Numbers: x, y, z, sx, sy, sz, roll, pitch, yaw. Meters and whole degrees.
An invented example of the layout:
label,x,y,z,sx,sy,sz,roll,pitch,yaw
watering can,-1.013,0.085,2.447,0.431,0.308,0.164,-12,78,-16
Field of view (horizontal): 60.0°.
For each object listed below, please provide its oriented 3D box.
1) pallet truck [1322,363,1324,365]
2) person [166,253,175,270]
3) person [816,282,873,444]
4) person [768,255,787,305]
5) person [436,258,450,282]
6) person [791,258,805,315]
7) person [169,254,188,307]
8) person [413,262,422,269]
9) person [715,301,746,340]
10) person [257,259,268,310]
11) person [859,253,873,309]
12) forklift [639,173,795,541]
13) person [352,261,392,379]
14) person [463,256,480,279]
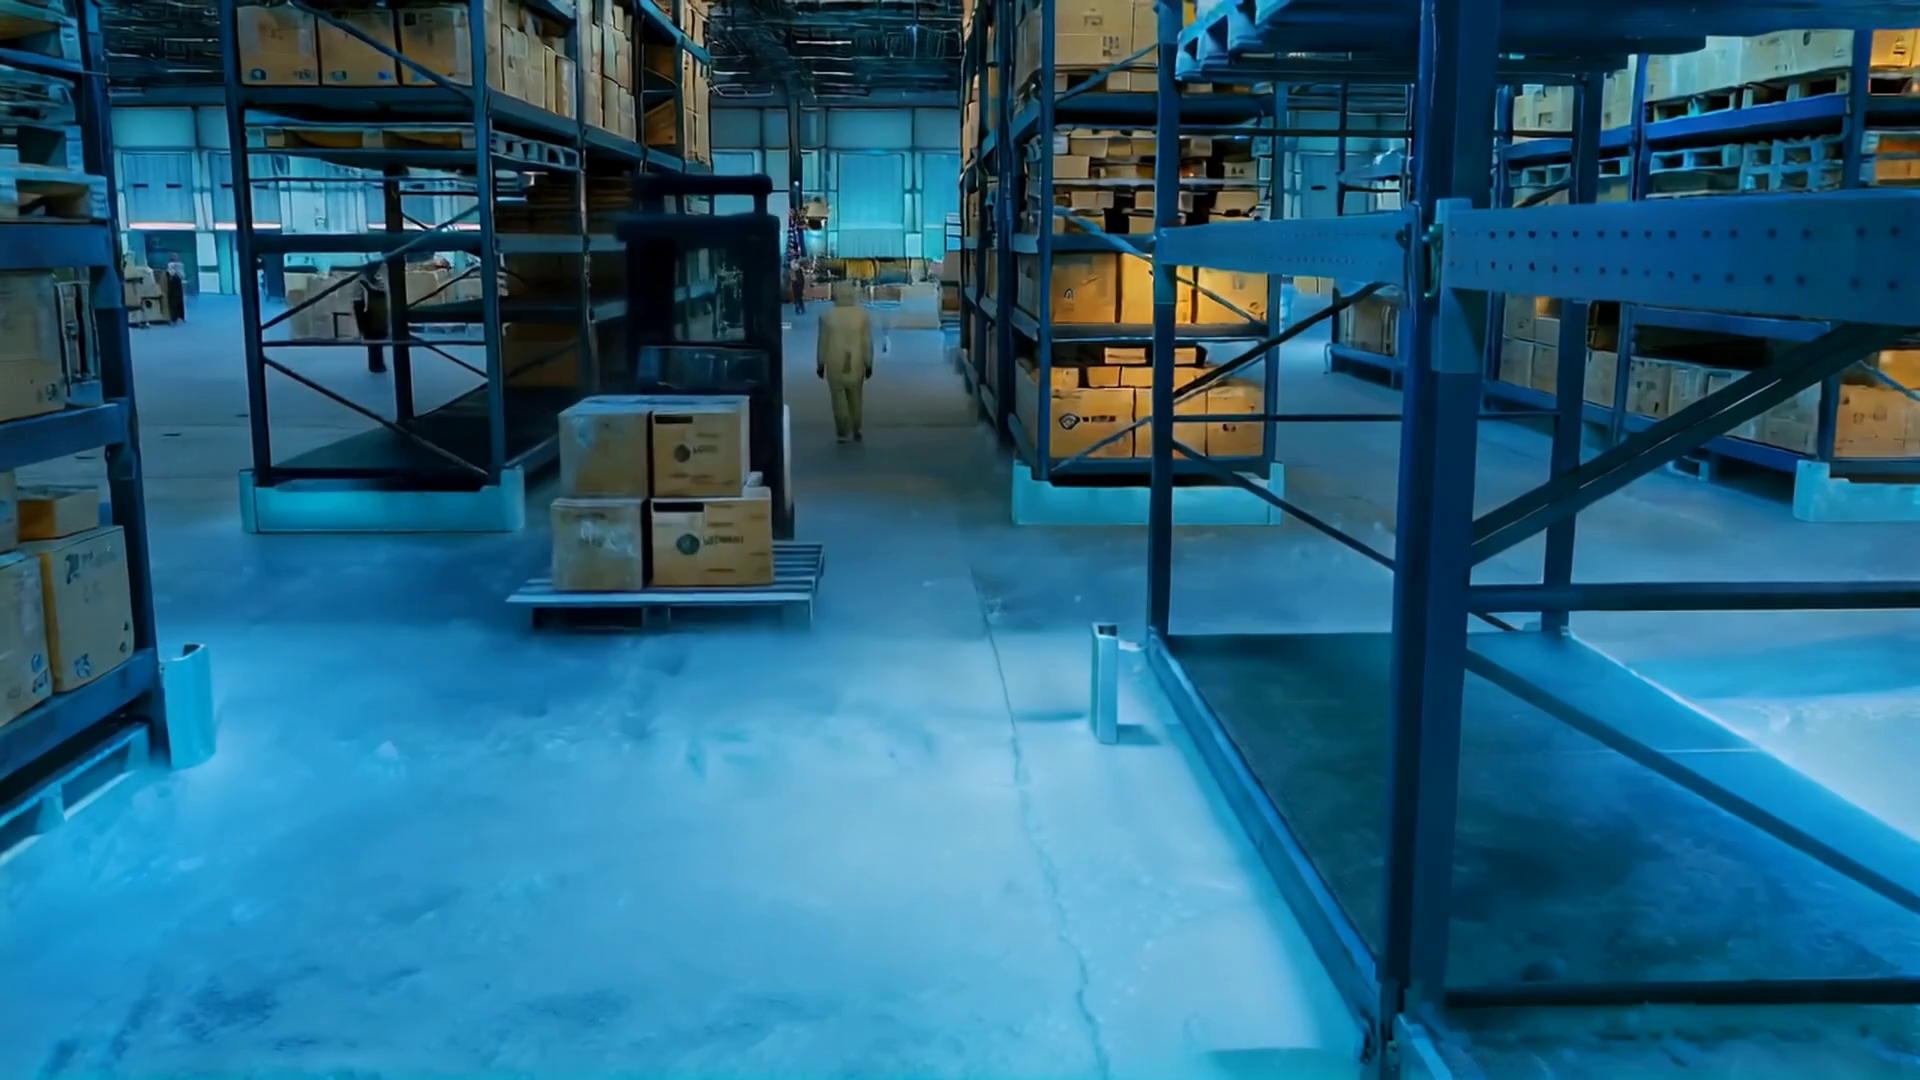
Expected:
label,x,y,z,sx,sy,sz,roll,pitch,yaw
pallet truck,7.712,-4.157,30.737,1.885,1.965,0.823,3,11,16
person,-30.834,-10.289,65.224,0.980,1.884,0.561,9,14,41
person,-1.363,-2.069,19.455,0.637,1.878,0.568,-3,10,-14
person,-6.855,-9.707,62.003,0.894,1.887,0.617,5,11,27
person,-14.879,-7.159,47.797,0.984,1.889,0.598,2,10,13
person,-5.159,-8.053,52.913,0.391,1.833,0.522,10,14,43
person,-28.323,-9.399,60.229,0.617,1.895,0.995,-10,14,-44
person,-16.489,-7.700,51.184,0.679,1.735,0.547,-1,10,-4
person,-2.461,-1.792,18.403,0.540,1.695,0.317,-6,12,-30
person,-24.176,-8.832,57.492,0.484,1.743,0.307,2,10,13
person,-3.278,-8.993,57.859,0.373,1.936,0.629,7,12,34
forklift,-1.832,-1.280,12.253,1.129,2.768,1.873,0,10,-2
person,-9.940,-3.756,28.386,0.606,2.000,0.699,5,11,26
person,-16.919,-8.930,57.763,0.619,1.845,0.430,4,11,23
